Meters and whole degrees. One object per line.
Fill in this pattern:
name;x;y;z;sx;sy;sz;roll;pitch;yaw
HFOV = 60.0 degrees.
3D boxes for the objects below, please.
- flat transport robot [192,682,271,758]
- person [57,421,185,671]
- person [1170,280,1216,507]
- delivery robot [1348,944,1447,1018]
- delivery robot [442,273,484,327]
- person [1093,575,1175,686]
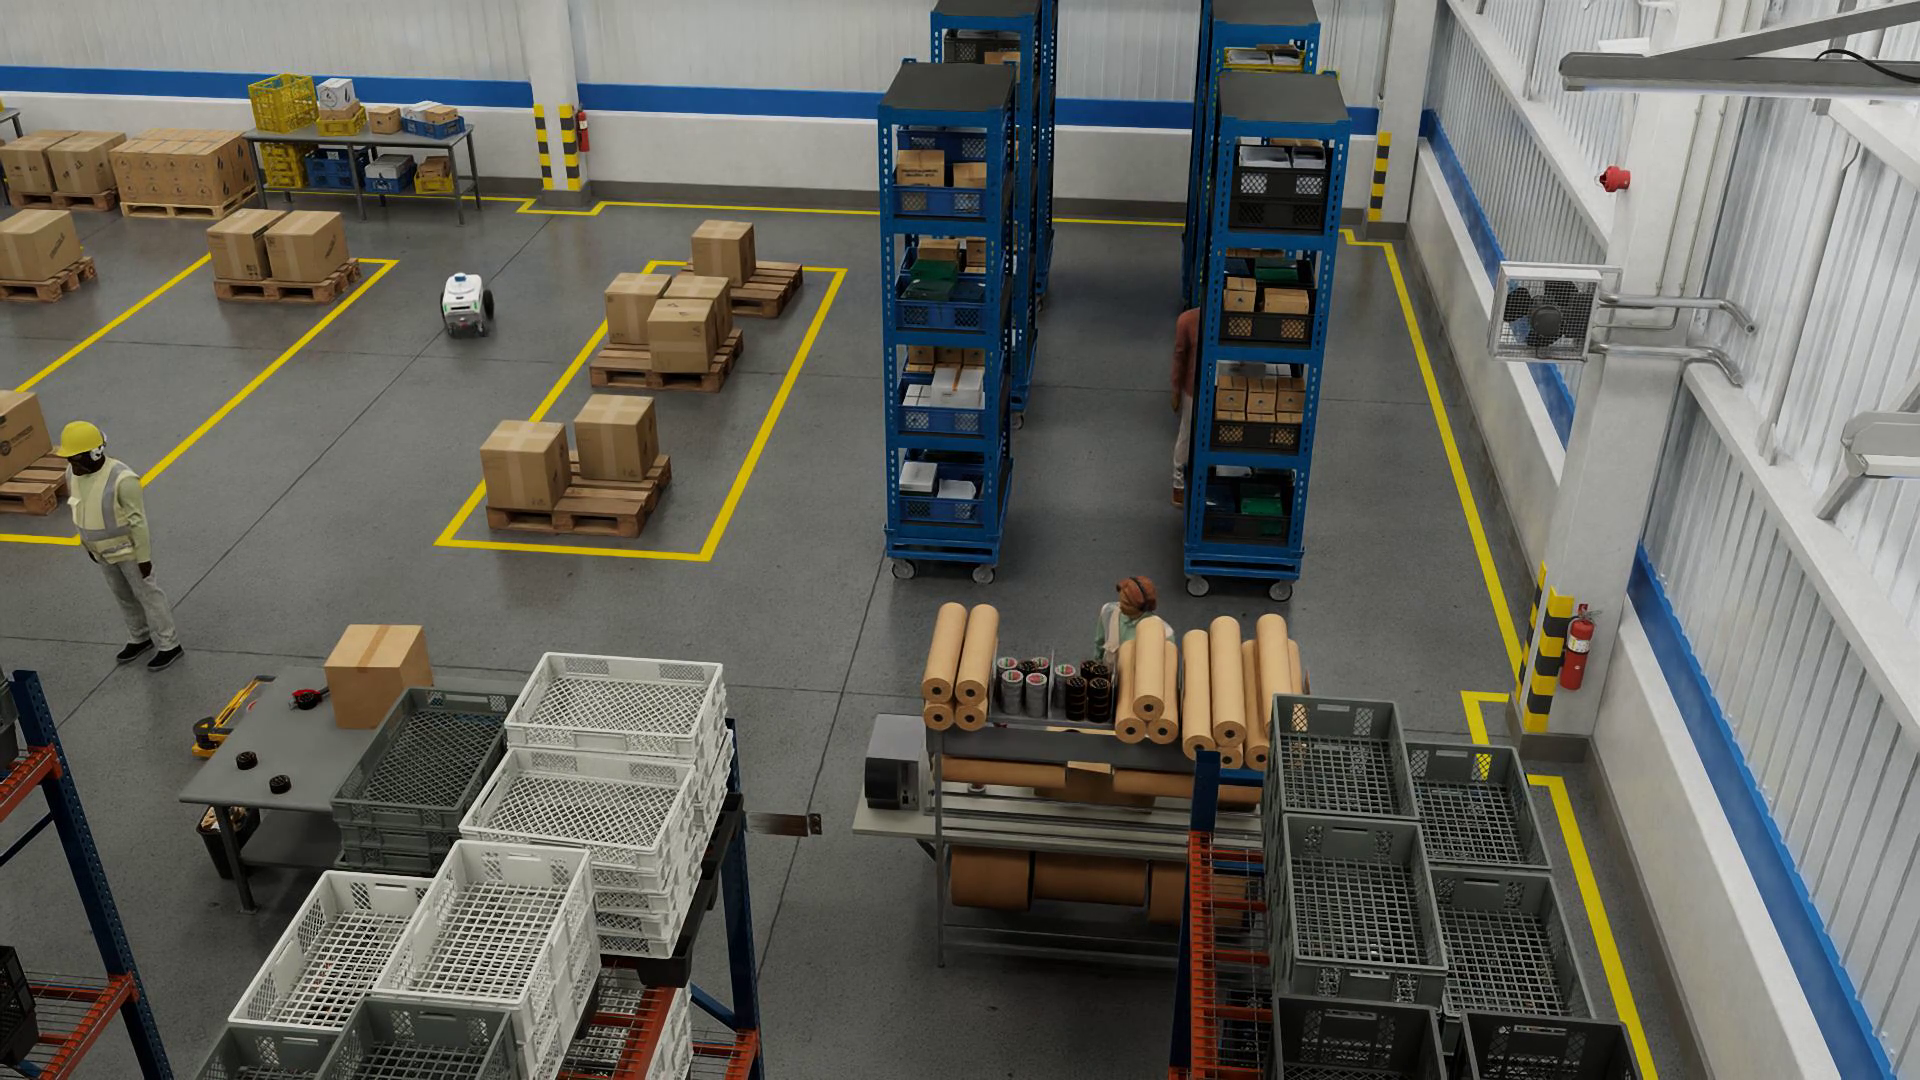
flat transport robot;-4.089;1.163;10.648;1.431;0.197;0.652;3;30;6
person;-5.612;0.035;11.058;0.595;1.826;0.403;13;33;21
person;1.950;-1.184;12.982;0.621;1.989;0.398;-4;30;-7
delivery robot;2.210;2.226;8.453;0.477;0.478;0.707;18;35;27
delivery robot;-4.892;-2.387;16.376;0.477;0.478;0.707;-5;31;-9
person;1.000;0.903;9.745;0.513;1.638;0.313;20;36;31
